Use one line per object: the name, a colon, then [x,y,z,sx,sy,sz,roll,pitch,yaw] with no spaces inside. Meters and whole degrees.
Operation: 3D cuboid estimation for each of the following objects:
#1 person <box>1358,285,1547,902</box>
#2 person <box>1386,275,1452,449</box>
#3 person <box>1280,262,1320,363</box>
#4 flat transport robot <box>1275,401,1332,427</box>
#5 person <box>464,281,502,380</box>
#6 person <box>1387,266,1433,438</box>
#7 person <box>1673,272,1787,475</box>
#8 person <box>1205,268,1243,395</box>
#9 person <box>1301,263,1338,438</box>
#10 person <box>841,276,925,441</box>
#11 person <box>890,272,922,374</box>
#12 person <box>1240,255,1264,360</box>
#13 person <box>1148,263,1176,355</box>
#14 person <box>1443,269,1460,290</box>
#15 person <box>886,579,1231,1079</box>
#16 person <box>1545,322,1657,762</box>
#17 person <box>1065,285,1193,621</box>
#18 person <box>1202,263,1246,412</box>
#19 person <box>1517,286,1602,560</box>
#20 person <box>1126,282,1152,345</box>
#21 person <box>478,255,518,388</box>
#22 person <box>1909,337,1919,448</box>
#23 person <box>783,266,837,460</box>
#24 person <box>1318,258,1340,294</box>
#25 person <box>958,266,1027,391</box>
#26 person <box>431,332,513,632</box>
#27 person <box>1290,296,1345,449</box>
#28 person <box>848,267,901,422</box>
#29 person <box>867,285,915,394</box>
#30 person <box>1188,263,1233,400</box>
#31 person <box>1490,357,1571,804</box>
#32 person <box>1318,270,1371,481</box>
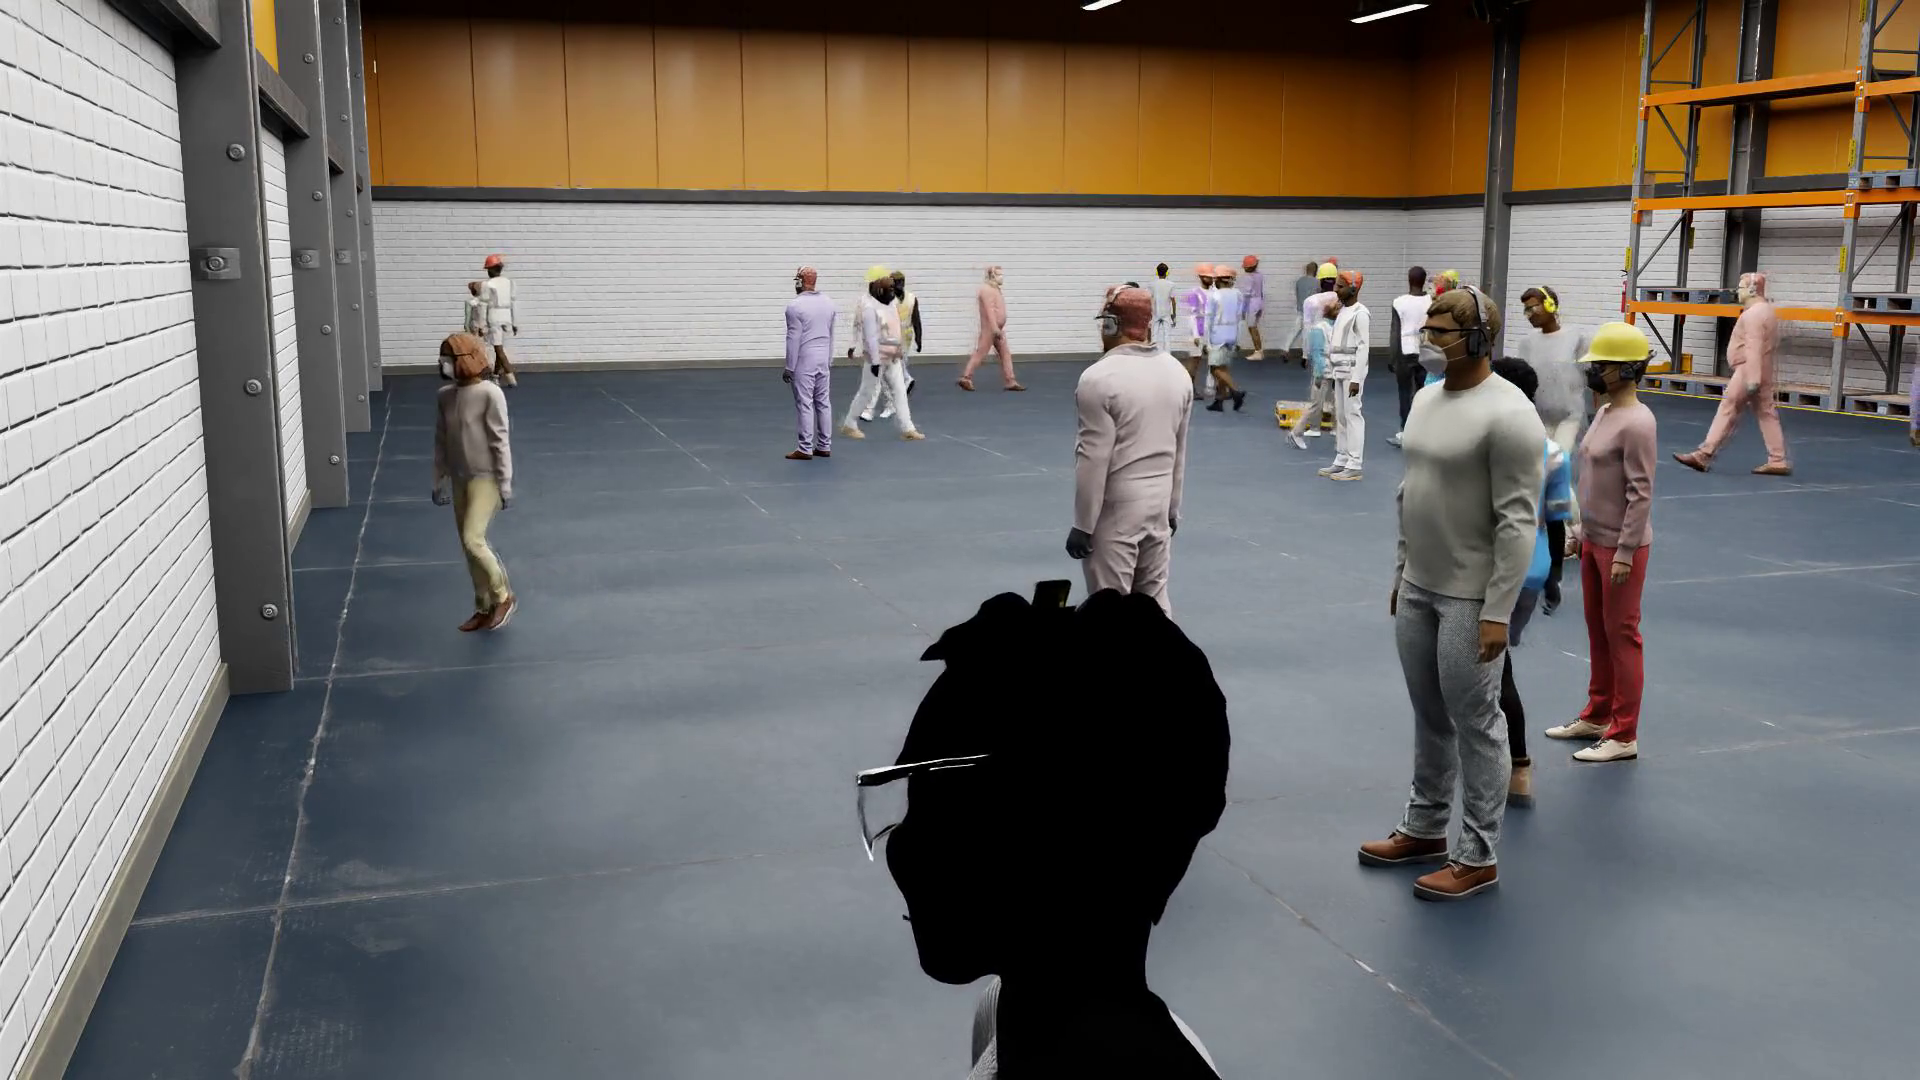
person: [1.570,0.170,5.293,0.371,1.941,0.627,-3,10,-17]
person: [4.859,-1.796,17.045,0.903,1.803,0.578,6,11,29]
person: [6.398,-4.240,31.003,1.014,1.896,0.640,-6,11,-31]
flat transport robot: [4.120,-1.507,19.826,0.652,0.197,1.431,1,10,8]
person: [-7.514,-3.264,26.148,0.775,1.608,0.516,6,11,30]
person: [4.961,-2.015,18.056,0.595,1.902,0.612,-1,10,-8]
person: [7.214,-1.529,15.357,0.981,1.851,0.673,7,12,37]
person: [3.684,-2.933,23.570,0.622,1.828,1.014,-4,11,-22]
person: [4.057,-2.094,18.427,0.587,1.929,0.360,-2,10,-10]
person: [-0.886,-1.978,18.169,0.963,1.800,0.645,6,11,29]
person: [-0.835,-2.671,22.202,0.644,1.790,0.990,-3,10,-17]
person: [5.550,-4.402,31.587,0.454,2.004,0.664,6,11,29]
person: [3.510,-3.886,28.987,0.536,1.866,0.314,3,10,15]
person: [6.892,-2.946,23.691,0.604,1.814,0.638,-1,10,-8]
person: [0.052,0.928,1.103,0.328,1.872,0.508,-3,10,-17]
person: [2.618,0.010,6.723,0.313,1.769,0.525,0,10,1]
person: [0.685,-0.118,7.055,0.655,1.906,0.407,-9,13,-43]
person: [3.393,-2.559,21.186,0.553,1.913,0.742,-5,11,-28]
person: [3.974,-0.763,11.051,0.443,1.826,0.618,-7,12,-37]
person: [2.206,-2.463,21.331,0.537,1.657,0.769,-1,10,-7]
person: [-7.028,-3.308,25.240,0.865,2.010,0.628,6,12,33]
person: [6.421,-0.748,10.639,0.653,1.925,0.515,4,10,20]
person: [-1.519,-1.749,16.494,0.406,1.911,0.639,8,12,37]
person: [6.933,-4.285,31.078,0.605,1.954,0.958,-1,10,-5]
person: [0.448,-3.122,24.597,0.991,1.862,0.642,4,10,20]
person: [-2.620,-0.295,8.899,0.518,1.621,0.370,7,12,34]
person: [3.753,-1.697,17.070,0.526,1.606,0.805,-7,12,-36]
person: [-1.027,-2.393,20.333,0.593,1.873,1.007,6,12,33]
person: [-1.071,-2.957,23.994,0.824,1.731,0.526,5,11,28]
person: [3.448,-2.849,22.882,0.561,1.898,0.880,-7,12,-37]
person: [2.032,0.120,6.399,0.530,1.632,0.882,-2,10,-12]
person: [3.490,-1.476,14.986,0.355,1.883,0.574,-1,10,-7]
